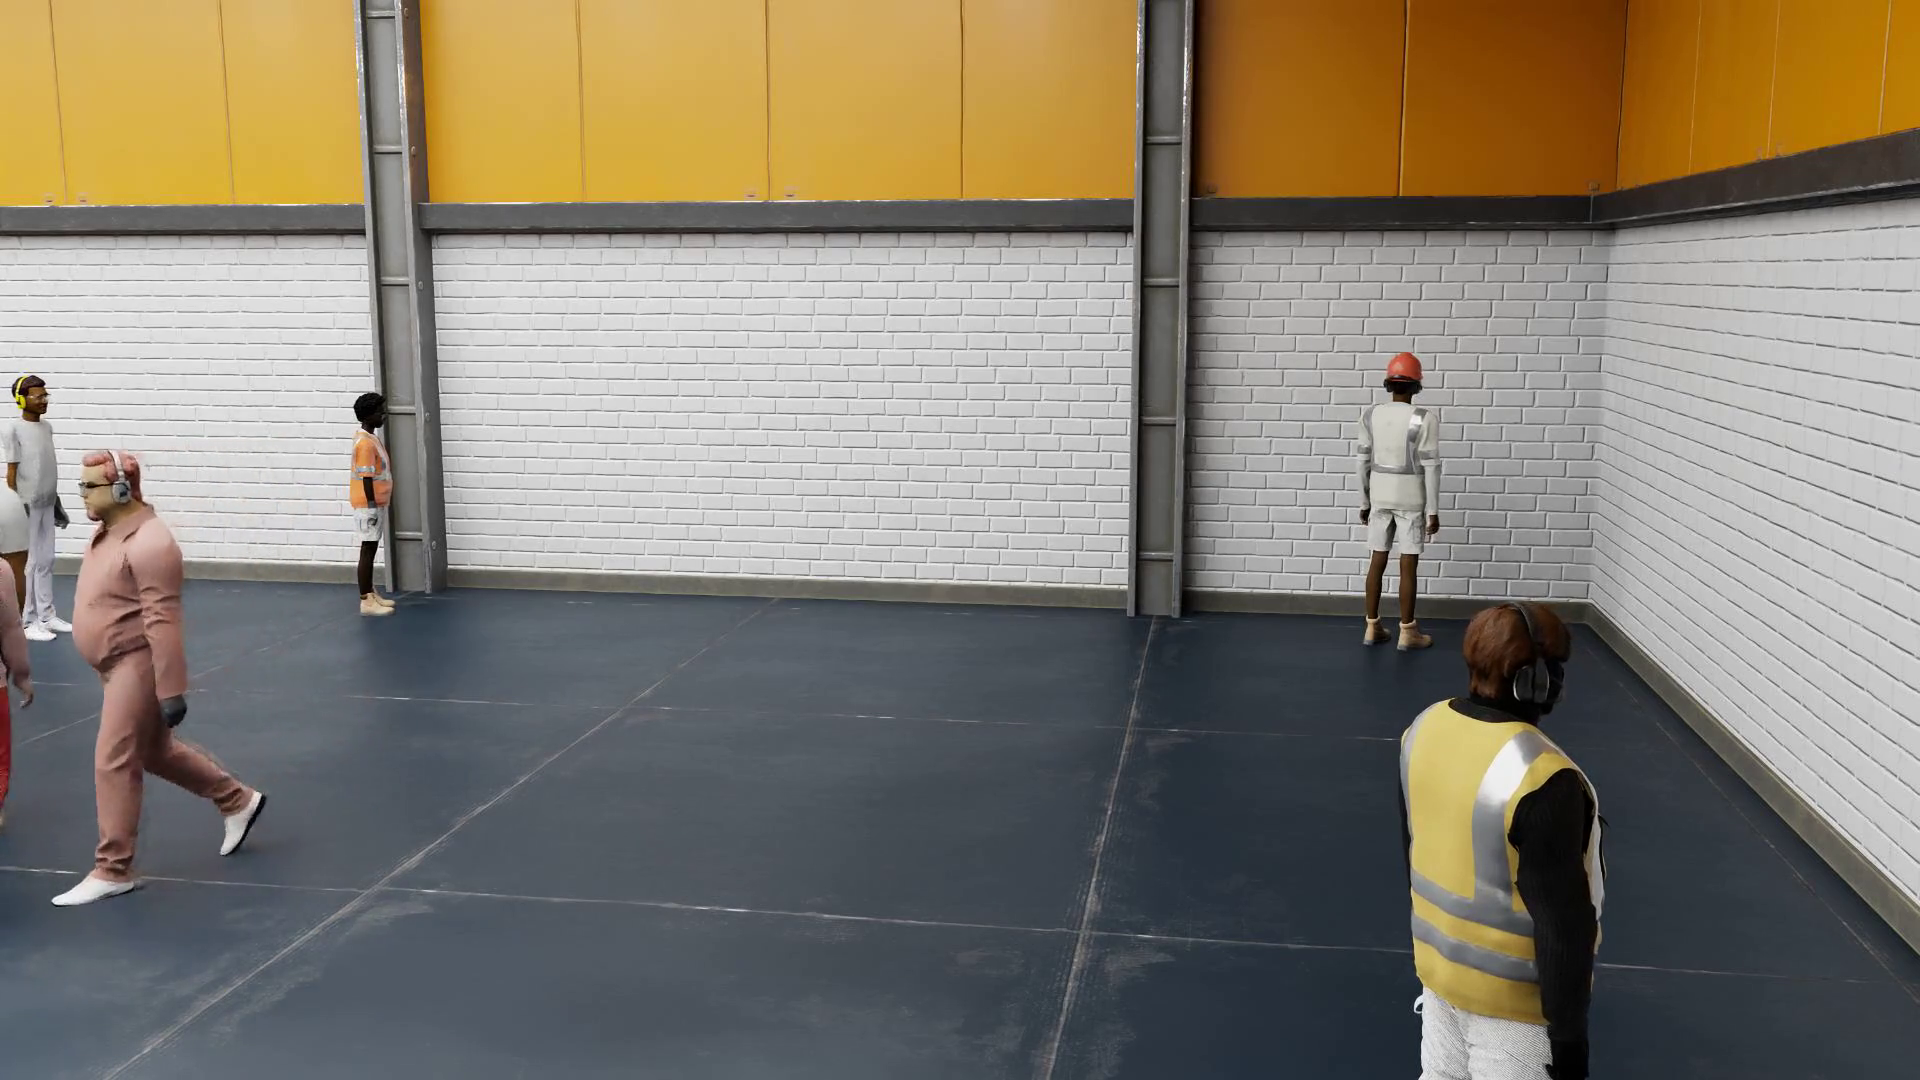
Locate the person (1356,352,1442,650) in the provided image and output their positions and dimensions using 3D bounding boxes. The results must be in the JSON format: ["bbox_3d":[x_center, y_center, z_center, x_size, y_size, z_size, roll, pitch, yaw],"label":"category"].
[{"bbox_3d":[3.029,-0.265,11.460,0.615,2.047,0.357,9,13,43],"label":"person"}]

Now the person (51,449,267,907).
[{"bbox_3d":[-3.424,0.539,7.044,0.876,1.881,0.645,-8,12,-40],"label":"person"}]

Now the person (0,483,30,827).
[{"bbox_3d":[-4.567,0.378,7.517,0.702,2.000,0.544,-4,10,-21],"label":"person"}]

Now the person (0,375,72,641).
[{"bbox_3d":[-6.536,-0.232,11.798,0.327,1.874,0.517,1,9,5],"label":"person"}]

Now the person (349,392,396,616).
[{"bbox_3d":[-4.459,-0.272,12.604,0.318,1.691,0.532,-3,10,-18],"label":"person"}]

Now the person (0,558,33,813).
[{"bbox_3d":[-4.157,0.632,6.874,0.531,1.734,0.741,-4,10,-22],"label":"person"}]

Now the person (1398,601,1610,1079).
[{"bbox_3d":[1.296,1.053,3.970,0.429,1.844,0.627,-3,10,-17],"label":"person"}]
